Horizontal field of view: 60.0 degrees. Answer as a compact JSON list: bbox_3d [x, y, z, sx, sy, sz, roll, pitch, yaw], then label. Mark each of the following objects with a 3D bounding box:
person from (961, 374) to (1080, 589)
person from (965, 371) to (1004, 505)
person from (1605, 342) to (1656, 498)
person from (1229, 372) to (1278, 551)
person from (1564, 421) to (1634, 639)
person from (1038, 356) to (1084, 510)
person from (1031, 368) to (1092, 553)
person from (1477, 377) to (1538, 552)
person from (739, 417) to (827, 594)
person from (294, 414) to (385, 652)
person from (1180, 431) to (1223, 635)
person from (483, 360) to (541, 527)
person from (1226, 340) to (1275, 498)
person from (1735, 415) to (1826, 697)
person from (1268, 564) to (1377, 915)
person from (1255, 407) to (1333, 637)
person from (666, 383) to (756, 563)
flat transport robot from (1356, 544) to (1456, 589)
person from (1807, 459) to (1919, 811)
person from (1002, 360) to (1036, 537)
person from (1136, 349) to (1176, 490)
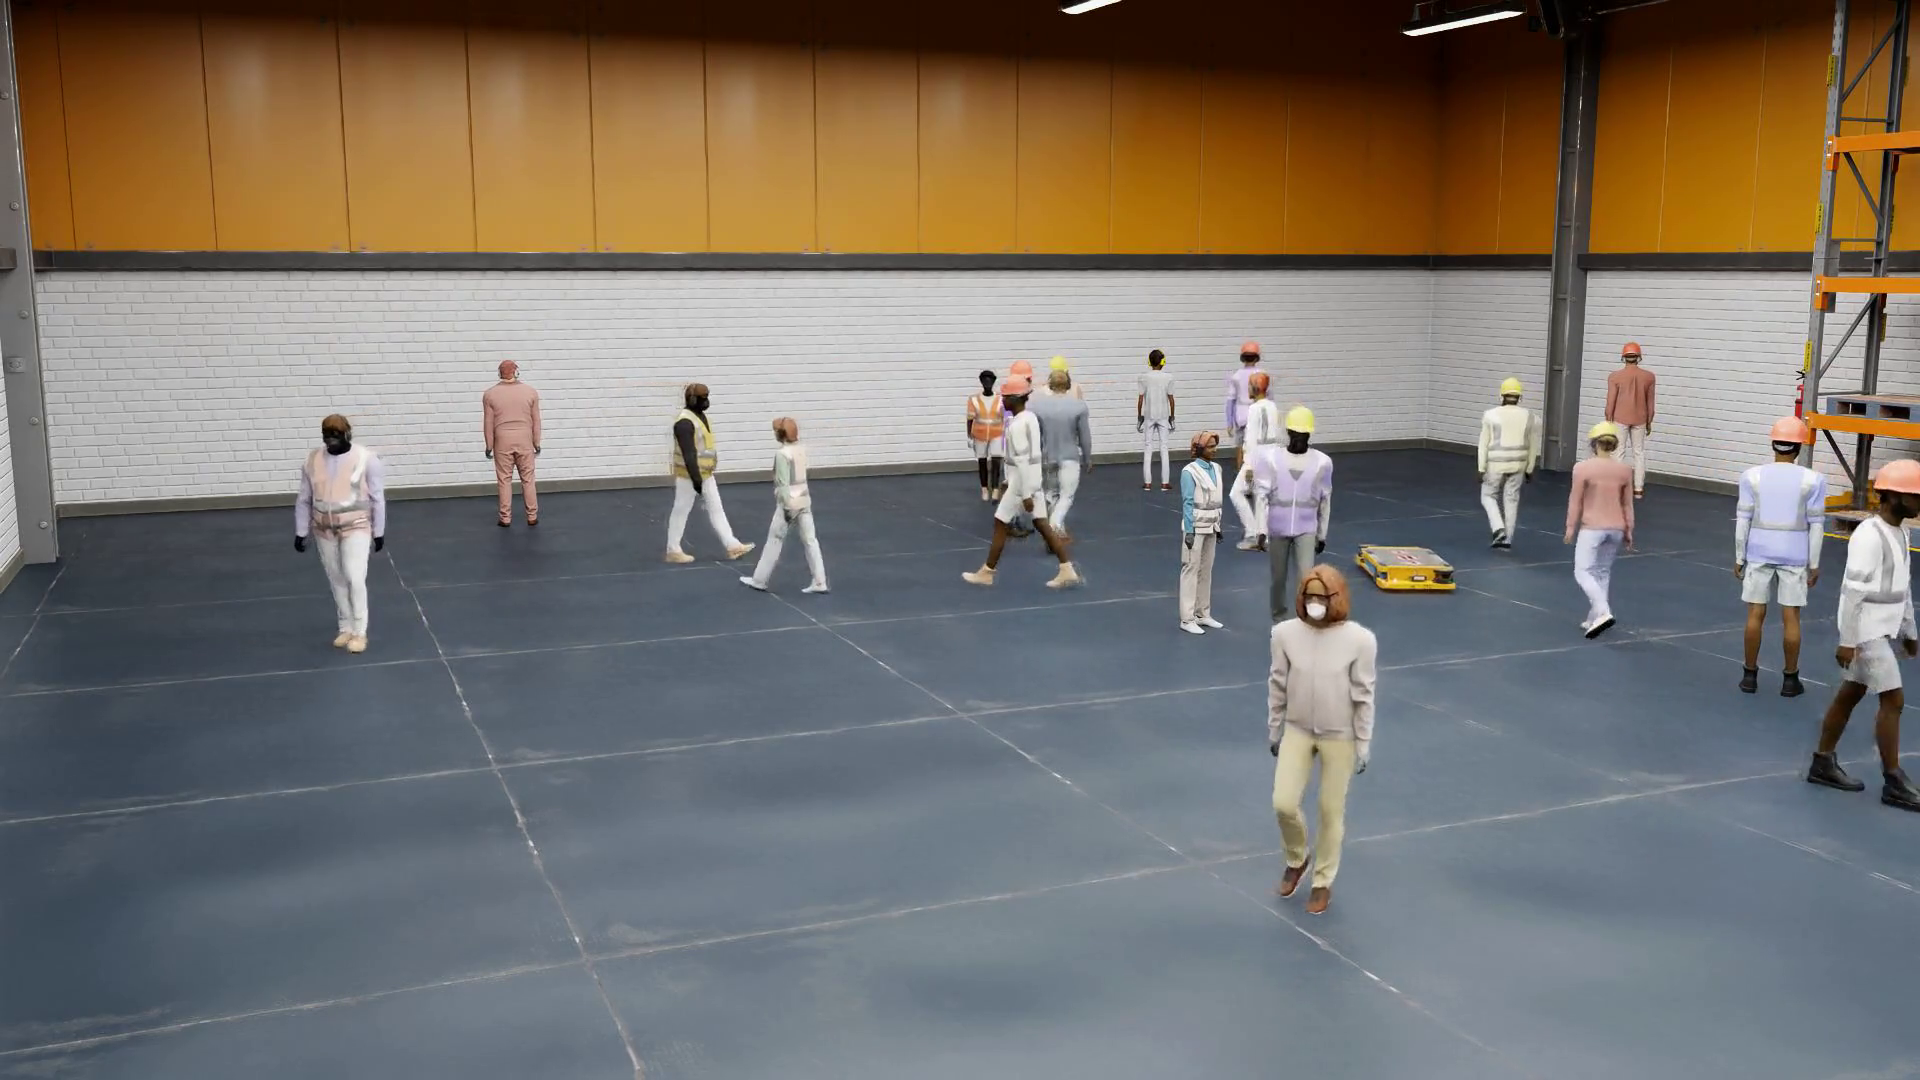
[{"bbox_3d":[0.586,-0.523,15.203,1.104,1.995,0.607,4,10,22],"label":"person"},{"bbox_3d":[0.339,-1.266,20.667,0.550,1.649,0.846,0,9,2],"label":"person"},{"bbox_3d":[8.514,-1.518,21.191,0.612,1.991,0.392,0,9,3],"label":"person"},{"bbox_3d":[3.029,-0.799,17.193,0.469,1.869,0.621,6,11,32],"label":"person"},{"bbox_3d":[5.143,-0.068,13.224,0.555,1.724,0.702,-2,10,-10],"label":"person"},{"bbox_3d":[1.215,-1.309,20.263,0.615,1.886,0.581,-3,10,-20],"label":"person"},{"bbox_3d":[1.025,-0.830,17.304,0.630,1.908,0.914,5,11,27],"label":"person"},{"bbox_3d":[5.648,-0.774,17.202,0.612,1.813,0.423,0,9,-1],"label":"person"},{"bbox_3d":[-1.575,-0.306,15.030,0.835,1.599,0.525,4,10,23],"label":"person"},{"bbox_3d":[-4.796,-0.043,12.771,0.639,1.824,0.653,1,9,5],"label":"person"},{"bbox_3d":[1.957,-0.069,13.473,0.308,1.641,0.517,7,12,38],"label":"person"},{"bbox_3d":[-5.082,-1.095,18.903,0.636,1.902,0.406,-4,10,-20],"label":"person"},{"bbox_3d":[3.712,-1.547,21.333,0.608,2.016,0.893,3,10,15],"label":"person"},{"bbox_3d":[5.646,0.110,11.486,0.548,1.937,0.379,6,11,31],"label":"person"},{"bbox_3d":[1.634,0.913,7.589,0.500,1.620,0.343,4,10,24],"label":"person"},{"bbox_3d":[2.583,-0.089,12.901,0.589,1.877,0.945,2,10,10],"label":"person"},{"bbox_3d":[-2.524,-0.648,16.492,0.939,1.794,0.660,2,10,12],"label":"person"},{"bbox_3d":[4.192,0.246,15.699,0.652,0.197,1.431,1,9,4],"label":"flat transport robot"},{"bbox_3d":[5.142,0.511,9.157,0.851,1.899,0.567,9,13,44],"label":"person"},{"bbox_3d":[0.655,-1.007,18.253,0.377,1.938,0.547,4,10,21],"label":"person"},{"bbox_3d":[2.590,-1.582,21.970,0.520,1.865,0.327,2,10,11],"label":"person"}]
